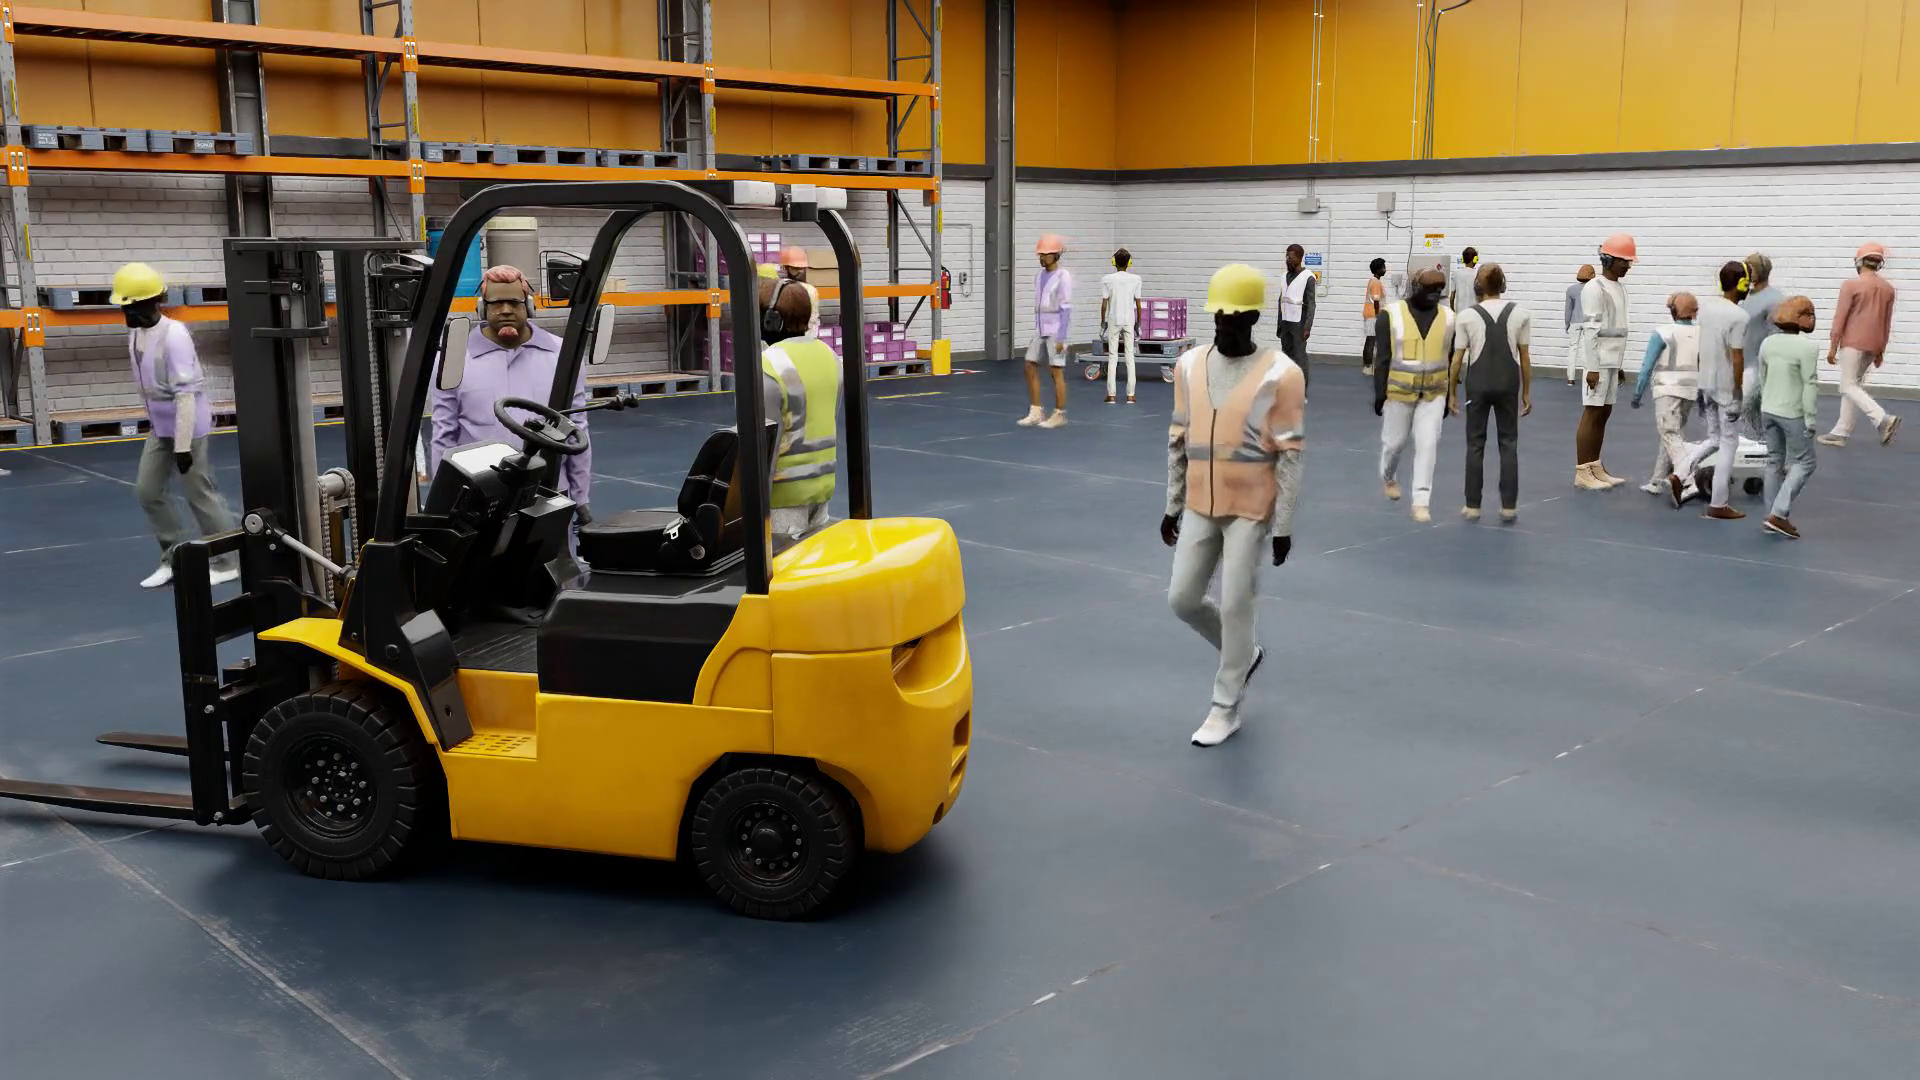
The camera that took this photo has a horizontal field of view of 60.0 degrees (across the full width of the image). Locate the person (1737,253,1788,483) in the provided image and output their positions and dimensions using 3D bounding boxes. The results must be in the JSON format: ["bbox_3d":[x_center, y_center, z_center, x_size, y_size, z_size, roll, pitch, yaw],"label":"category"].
[{"bbox_3d":[6.376,-1.373,13.476,0.996,1.885,0.647,0,10,-1],"label":"person"}]

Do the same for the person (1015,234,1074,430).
[{"bbox_3d":[0.850,-2.138,17.222,0.636,2.027,0.646,-7,12,-33],"label":"person"}]

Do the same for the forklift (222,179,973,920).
[{"bbox_3d":[-1.114,-0.058,5.440,2.313,2.155,1.214,2,11,13],"label":"forklift"}]

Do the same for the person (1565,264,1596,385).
[{"bbox_3d":[8.401,-2.890,22.413,0.498,1.634,0.281,8,13,37],"label":"person"}]

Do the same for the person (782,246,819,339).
[{"bbox_3d":[-1.496,-1.746,15.414,0.558,1.915,0.714,-5,12,-26],"label":"person"}]

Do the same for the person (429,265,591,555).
[{"bbox_3d":[-1.844,-0.175,6.890,0.640,1.902,0.402,-4,11,-21],"label":"person"}]

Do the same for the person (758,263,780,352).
[{"bbox_3d":[-2.117,-2.137,18.052,0.371,1.721,0.500,-4,11,-22],"label":"person"}]

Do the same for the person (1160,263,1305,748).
[{"bbox_3d":[1.097,-0.147,6.678,0.614,1.912,0.545,9,14,40],"label":"person"}]

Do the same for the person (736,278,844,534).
[{"bbox_3d":[-0.747,-0.182,7.078,0.429,1.847,0.627,5,11,24],"label":"person"}]

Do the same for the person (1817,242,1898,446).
[{"bbox_3d":[8.622,-1.841,15.803,0.629,1.962,0.794,-4,11,-20],"label":"person"}]

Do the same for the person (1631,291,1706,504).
[{"bbox_3d":[5.482,-1.090,12.686,0.549,1.602,0.828,-3,11,-14],"label":"person"}]

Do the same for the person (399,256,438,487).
[{"bbox_3d":[-4.480,-1.334,13.145,0.644,1.916,0.597,7,12,32],"label":"person"}]

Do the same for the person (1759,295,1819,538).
[{"bbox_3d":[5.584,-0.832,11.192,0.351,1.623,0.521,-3,11,-16],"label":"person"}]

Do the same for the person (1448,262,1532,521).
[{"bbox_3d":[3.758,-1.043,11.787,0.554,1.837,0.402,2,11,9],"label":"person"}]

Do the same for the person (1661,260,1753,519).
[{"bbox_3d":[5.366,-1.057,11.827,0.508,1.850,0.542,-2,11,-13],"label":"person"}]

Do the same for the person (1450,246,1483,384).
[{"bbox_3d":[6.878,-3.027,22.519,0.511,1.872,0.328,10,14,44],"label":"person"}]

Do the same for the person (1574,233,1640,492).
[{"bbox_3d":[5.152,-1.408,13.239,0.383,2.036,0.605,9,14,40],"label":"person"}]

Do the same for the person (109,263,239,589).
[{"bbox_3d":[-4.453,-0.623,9.420,0.622,1.862,0.668,8,13,37],"label":"person"}]

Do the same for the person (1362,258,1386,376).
[{"bbox_3d":[5.975,-3.209,23.977,0.322,1.697,0.534,1,10,8],"label":"person"}]

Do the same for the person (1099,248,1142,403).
[{"bbox_3d":[1.943,-2.584,20.101,0.521,1.871,0.325,0,10,-1],"label":"person"}]

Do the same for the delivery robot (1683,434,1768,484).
[{"bbox_3d":[5.932,-0.638,12.820,0.707,0.478,0.477,0,10,-3],"label":"delivery robot"}]

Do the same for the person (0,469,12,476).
[{"bbox_3d":[-8.317,-1.425,13.842,0.563,1.847,0.394,2,11,13],"label":"person"}]

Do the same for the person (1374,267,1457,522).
[{"bbox_3d":[3.281,-1.071,12.056,0.619,1.803,0.830,0,10,2],"label":"person"}]

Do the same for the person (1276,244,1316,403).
[{"bbox_3d":[4.042,-2.588,20.058,0.378,1.892,0.598,-5,12,-27],"label":"person"}]
